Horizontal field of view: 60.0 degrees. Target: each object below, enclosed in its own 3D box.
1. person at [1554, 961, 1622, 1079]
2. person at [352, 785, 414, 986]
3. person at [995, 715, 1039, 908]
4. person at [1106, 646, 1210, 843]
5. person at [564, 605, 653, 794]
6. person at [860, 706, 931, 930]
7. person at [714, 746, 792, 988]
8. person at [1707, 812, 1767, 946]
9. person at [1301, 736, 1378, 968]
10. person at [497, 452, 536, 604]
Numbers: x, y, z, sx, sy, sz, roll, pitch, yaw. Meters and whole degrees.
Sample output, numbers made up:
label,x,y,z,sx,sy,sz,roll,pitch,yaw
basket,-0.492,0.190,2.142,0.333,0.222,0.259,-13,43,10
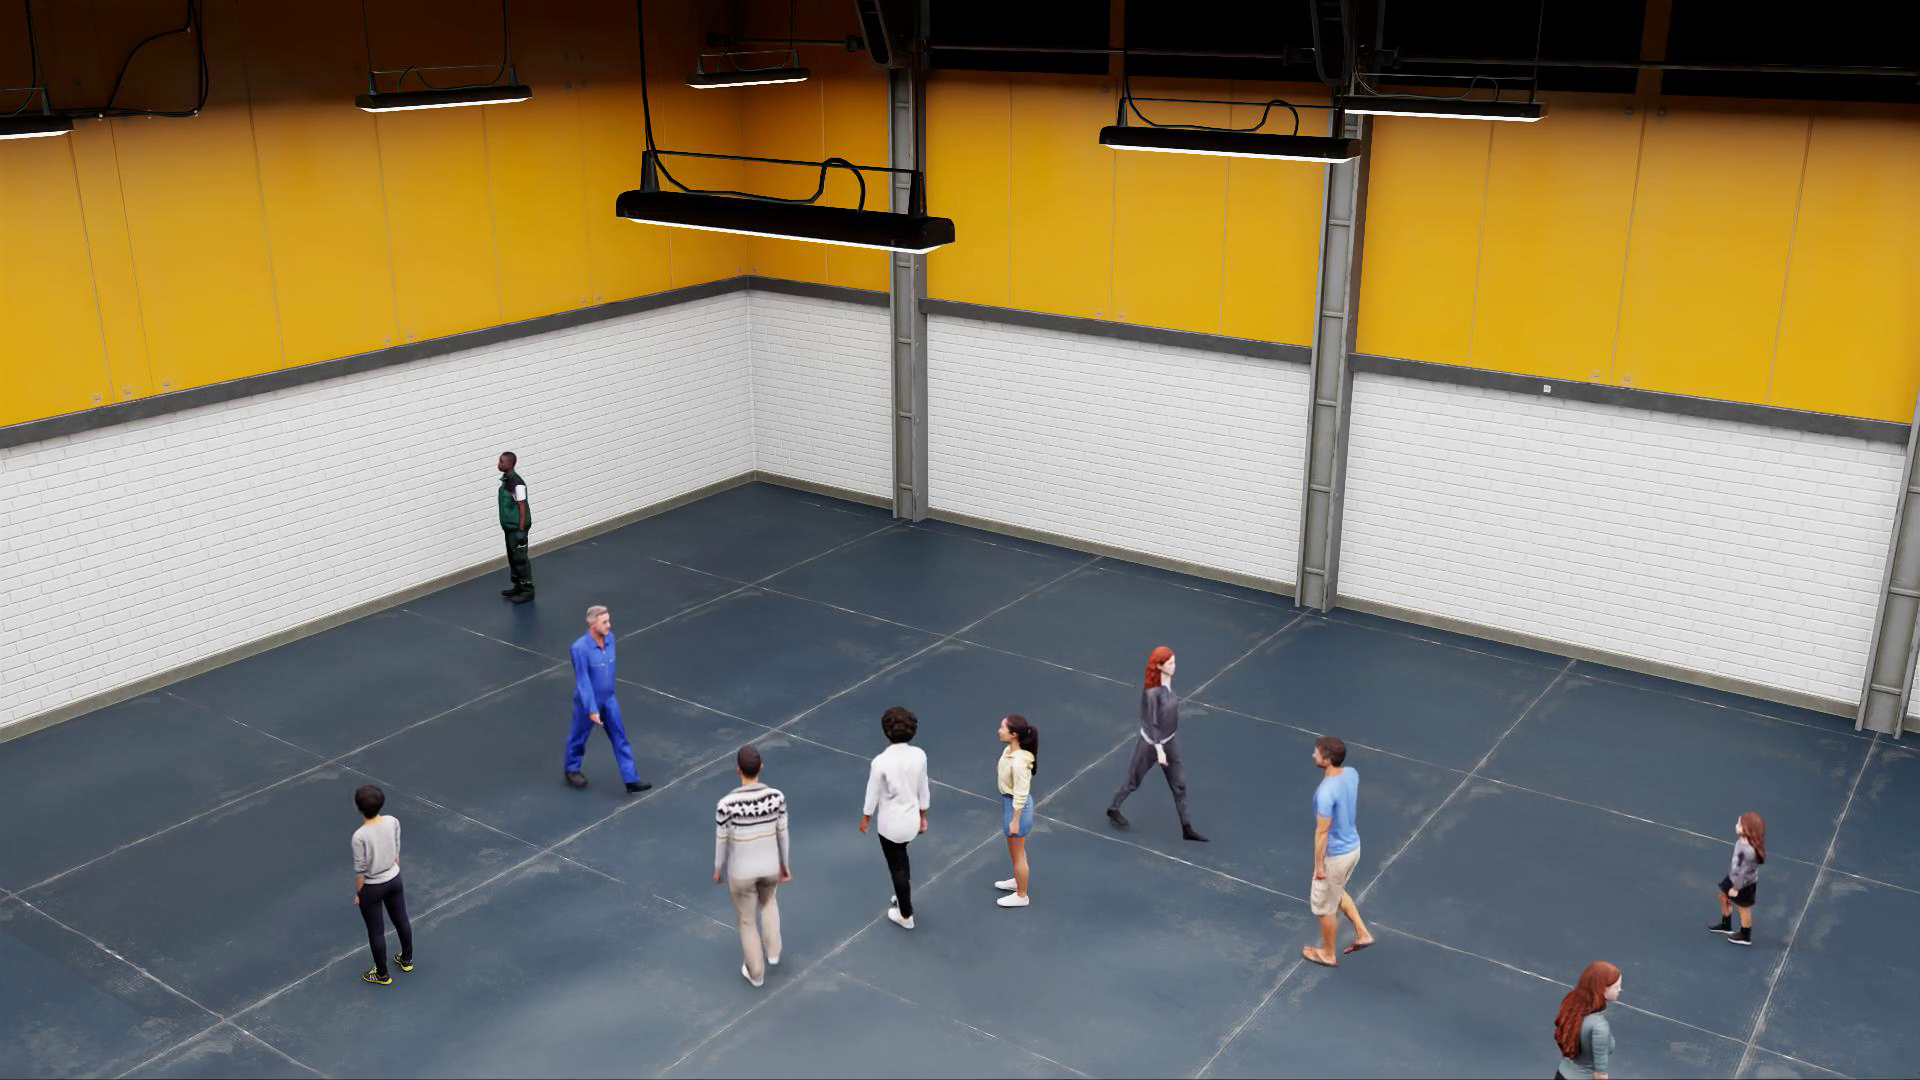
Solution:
label,x,y,z,sx,sy,sz,roll,pitch,yaw
person,3.626,3.245,9.751,0.723,1.743,0.671,-2,19,-6
person,-4.262,2.514,12.220,0.471,1.553,0.553,12,22,31
person,0.455,2.135,13.223,0.740,1.631,0.723,0,19,1
person,1.599,1.750,14.208,1.178,1.732,0.616,14,23,35
person,-3.372,1.455,15.029,1.196,1.768,0.746,14,23,35
person,-0.424,2.183,12.832,0.746,1.790,0.763,-14,23,-35
person,-1.475,2.414,12.061,0.795,1.844,0.808,-10,21,-26
person,6.039,2.594,12.705,0.602,1.093,0.553,4,19,11
person,2.856,2.329,12.311,0.802,1.846,0.690,17,25,41
person,-5.273,-0.168,19.734,0.824,1.840,0.674,-12,22,-33
